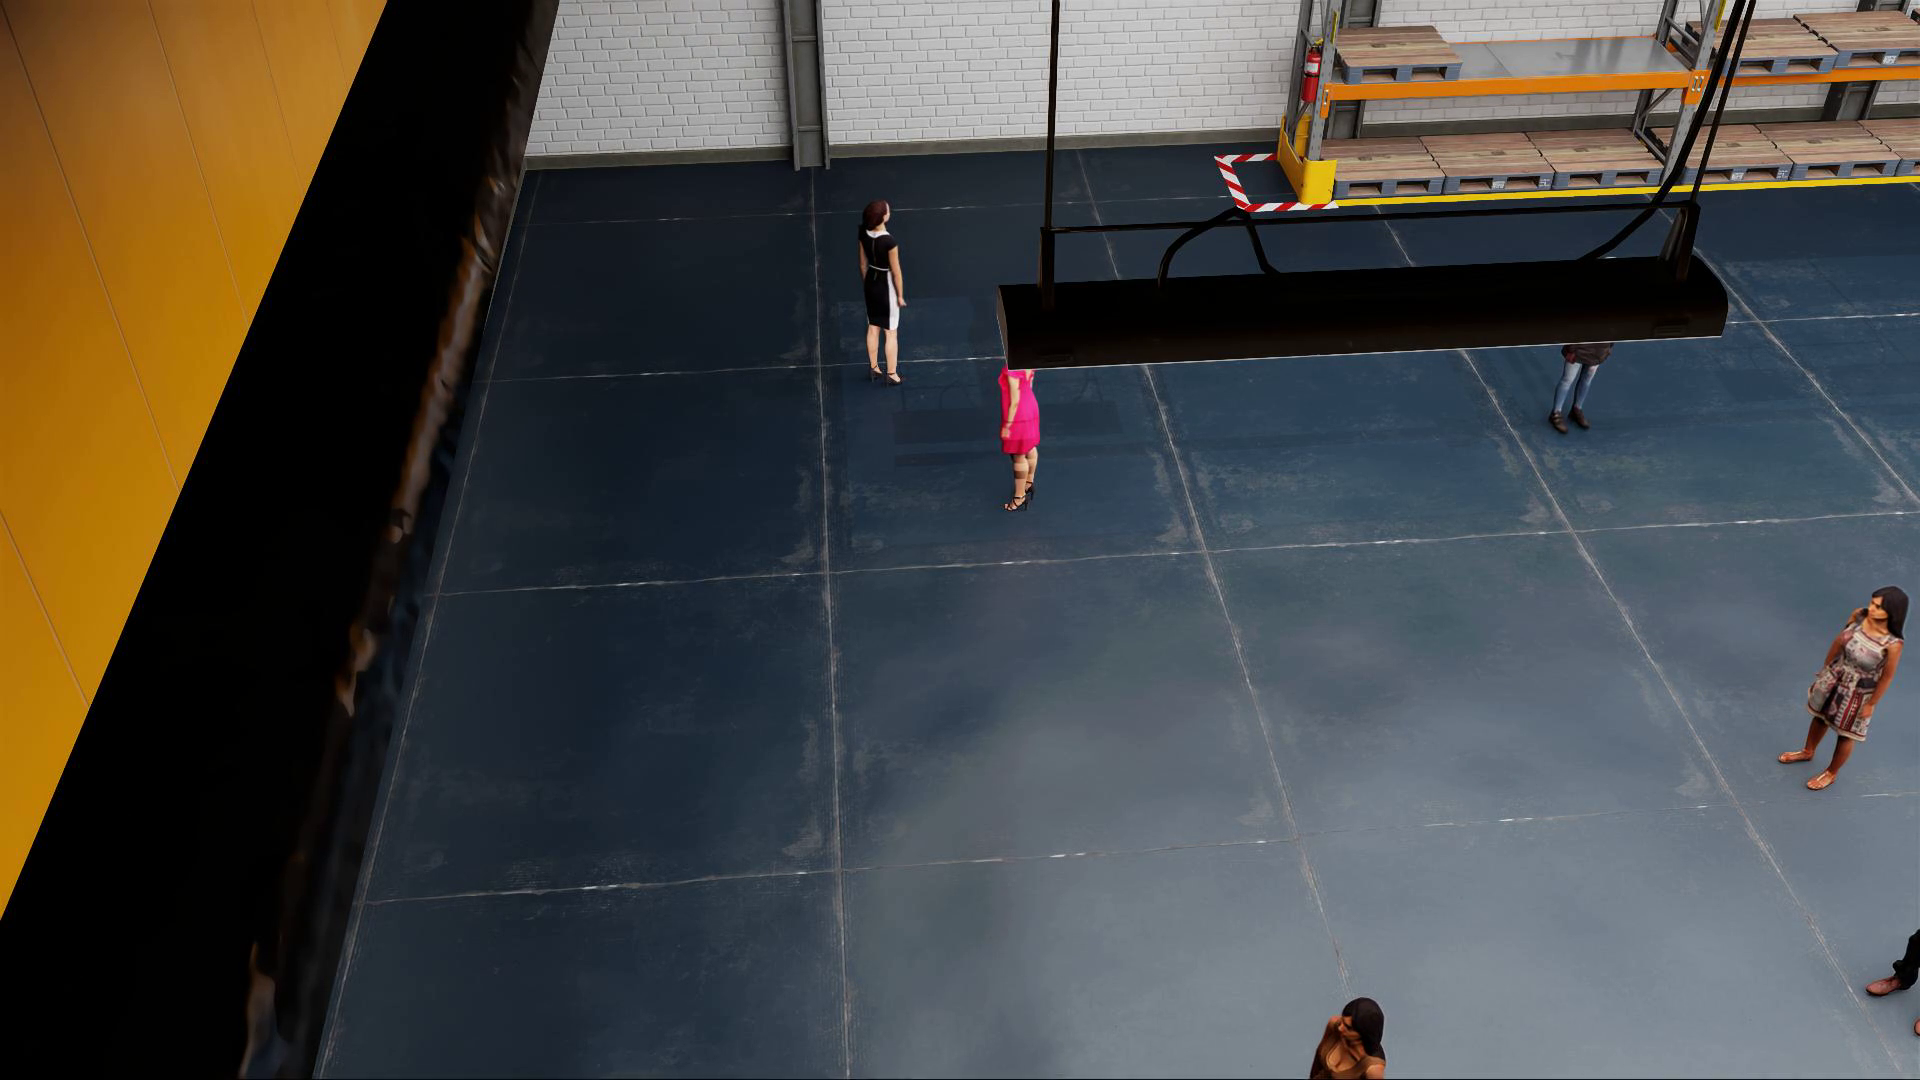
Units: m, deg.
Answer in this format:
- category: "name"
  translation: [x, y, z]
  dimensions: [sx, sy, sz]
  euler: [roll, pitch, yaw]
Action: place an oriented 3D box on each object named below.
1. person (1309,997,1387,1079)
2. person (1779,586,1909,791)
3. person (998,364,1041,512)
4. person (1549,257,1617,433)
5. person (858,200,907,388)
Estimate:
- category: "person"
  translation: [1.921, 2.854, 8.393]
  dimensions: [0.619, 1.690, 0.632]
  euler: [-18, 42, -21]
- category: "person"
  translation: [5.809, 0.944, 10.821]
  dimensions: [0.612, 1.645, 0.698]
  euler: [-12, 40, -15]
- category: "person"
  translation: [0.487, -0.991, 13.178]
  dimensions: [0.696, 1.727, 0.667]
  euler: [18, 42, 21]
- category: "person"
  translation: [5.331, -1.680, 14.113]
  dimensions: [0.607, 1.636, 0.737]
  euler: [-11, 40, -14]
- category: "person"
  translation: [-0.685, -2.154, 14.580]
  dimensions: [0.628, 1.795, 0.704]
  euler: [25, 45, 27]
